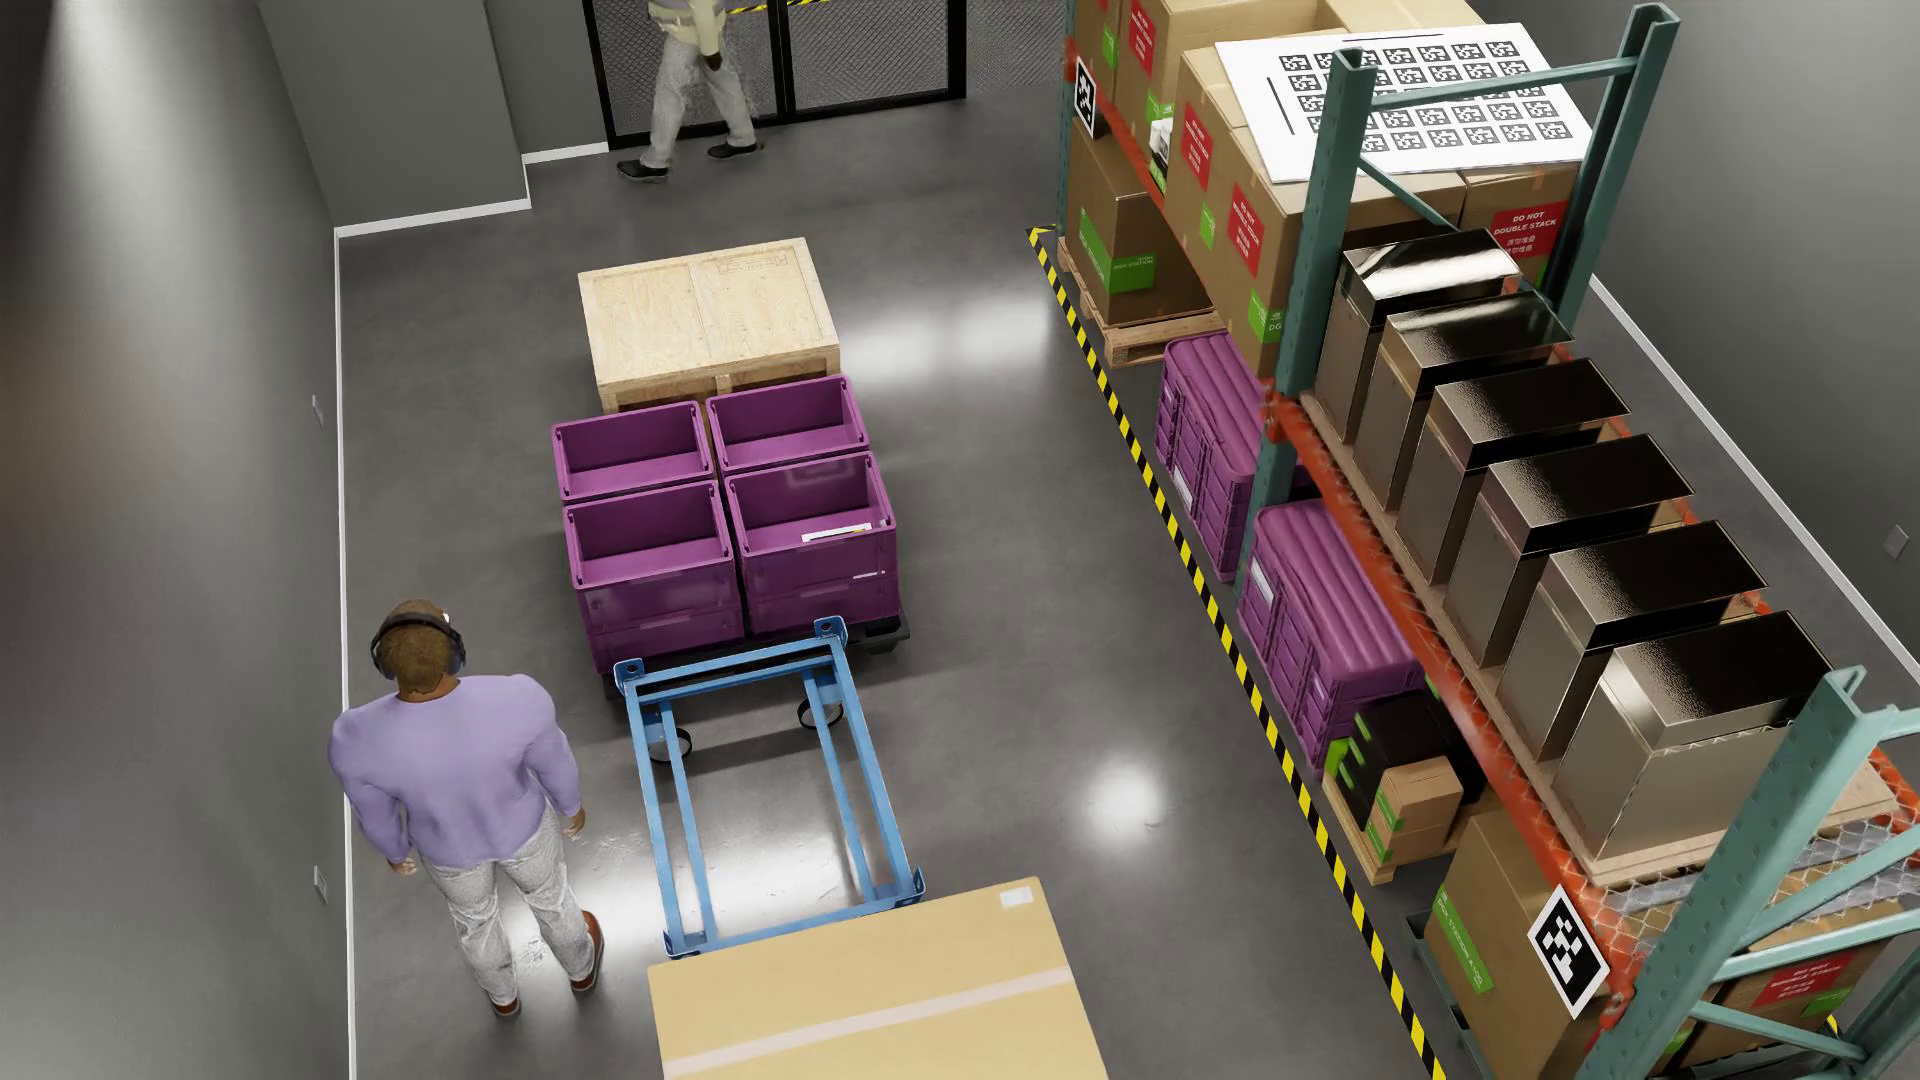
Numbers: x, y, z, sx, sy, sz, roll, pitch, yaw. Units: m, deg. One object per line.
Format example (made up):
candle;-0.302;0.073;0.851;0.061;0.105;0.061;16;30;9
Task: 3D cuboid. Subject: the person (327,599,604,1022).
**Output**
person;-1.462;0.866;5.090;0.638;1.938;0.357;-13;49;-12

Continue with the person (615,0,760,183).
person;-1.486;-2.649;8.416;0.862;1.795;0.602;-5;48;-5
